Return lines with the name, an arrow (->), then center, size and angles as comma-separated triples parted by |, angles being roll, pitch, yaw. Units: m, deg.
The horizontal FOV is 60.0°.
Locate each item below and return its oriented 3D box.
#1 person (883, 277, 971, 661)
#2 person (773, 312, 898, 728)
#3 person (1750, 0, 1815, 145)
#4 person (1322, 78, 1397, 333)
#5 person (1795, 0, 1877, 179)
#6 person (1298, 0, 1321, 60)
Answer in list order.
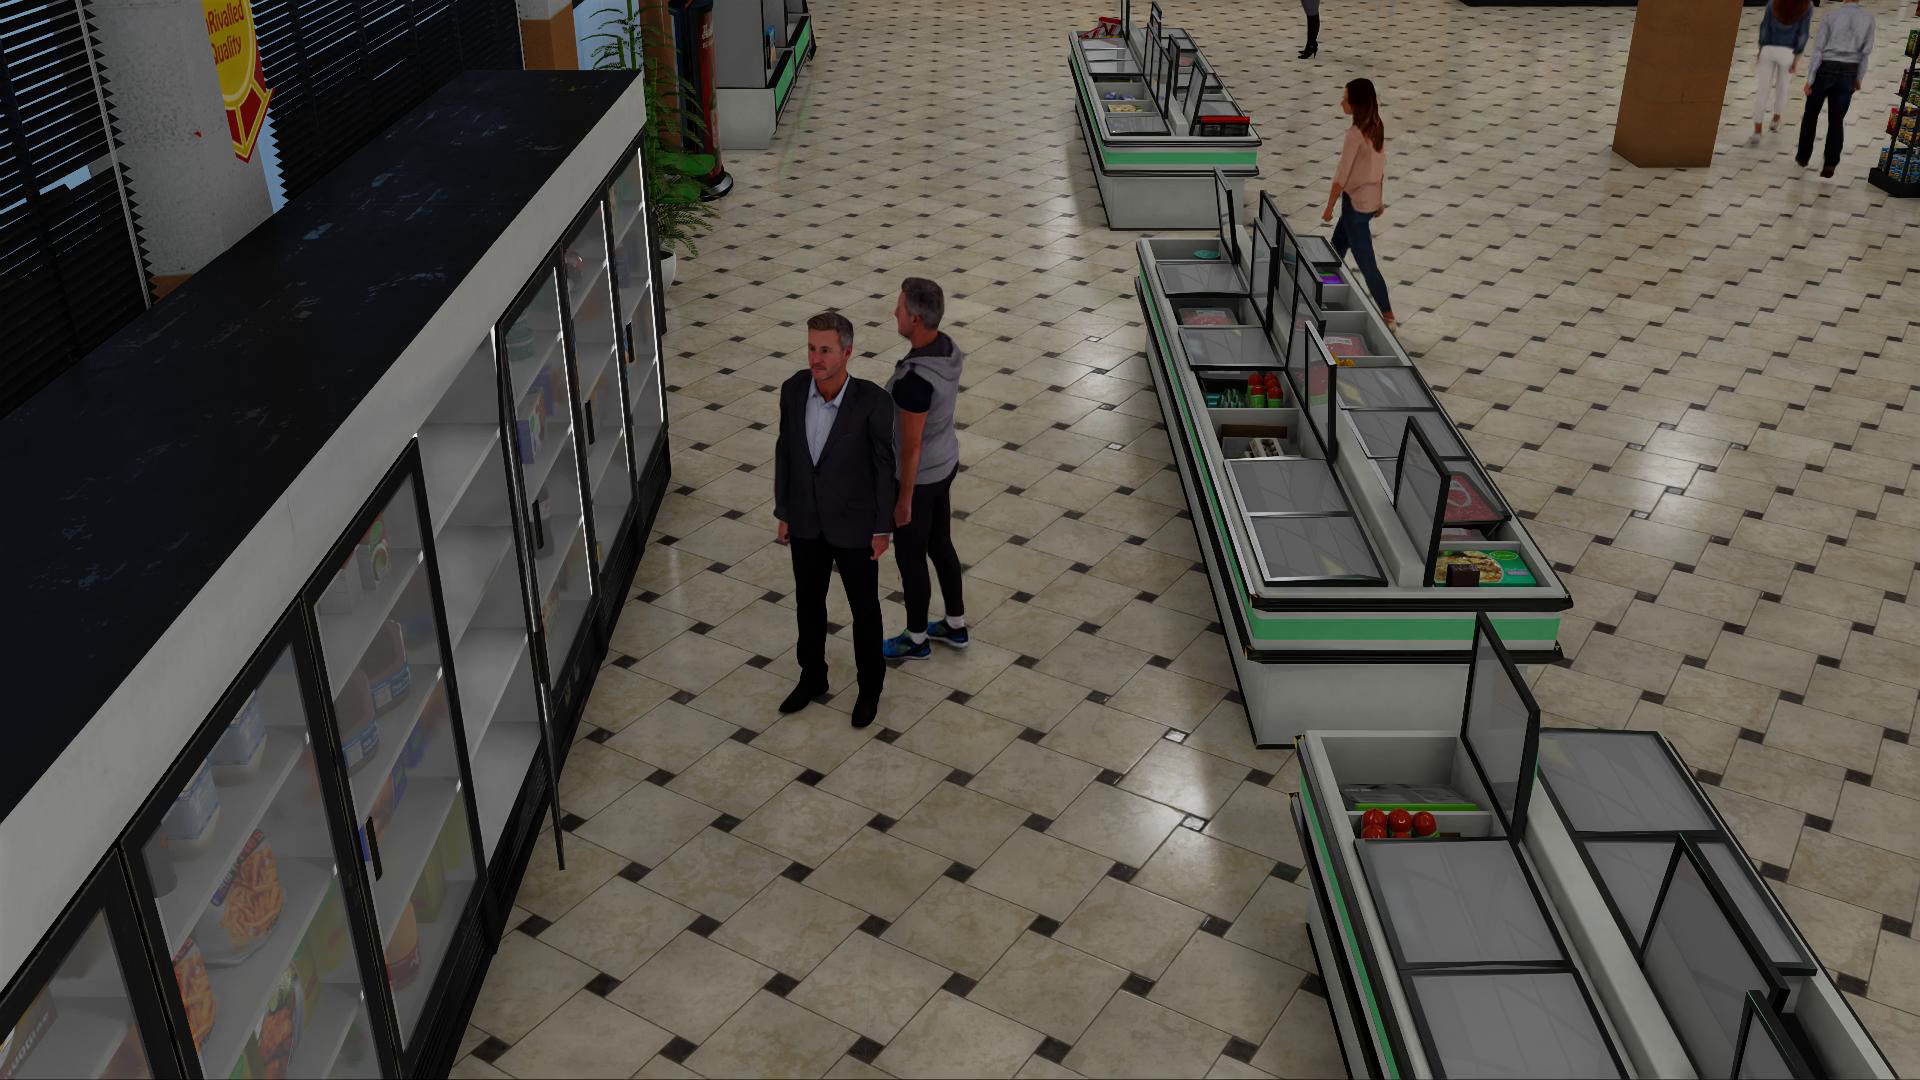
person -> -0.127, -0.290, 7.449 | 0.859, 1.826, 0.724 | 9, 28, 18
person -> -0.535, -0.095, 7.047 | 0.782, 1.842, 0.733 | 9, 28, 18
person -> 8.052, -4.732, 16.403 | 0.950, 1.651, 1.179 | 13, 30, 24
person -> 2.804, -2.227, 11.379 | 1.102, 1.727, 1.123 | 21, 33, 35
person -> 8.024, -4.203, 15.215 | 0.901, 1.781, 1.260 | 8, 28, 15
person -> 4.350, -6.845, 20.448 | 0.784, 1.760, 0.625 | 6, 27, 11
